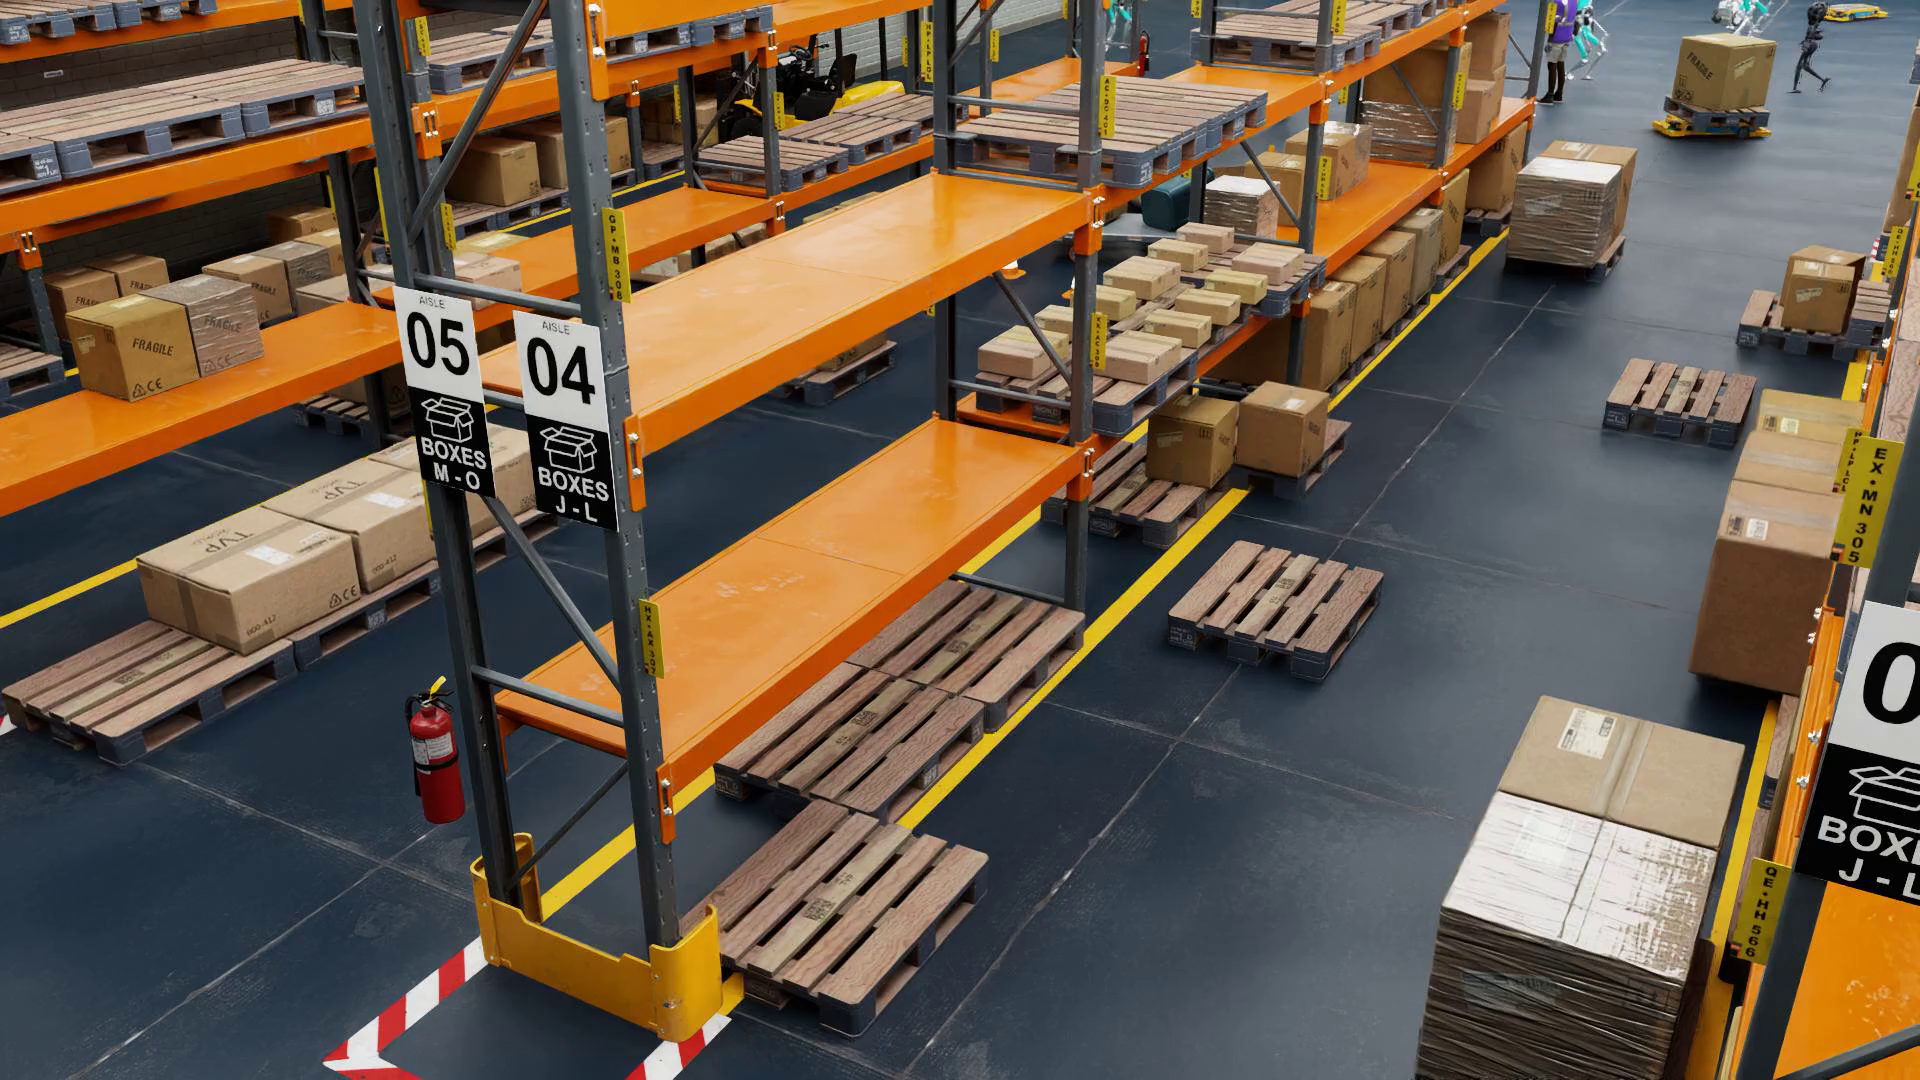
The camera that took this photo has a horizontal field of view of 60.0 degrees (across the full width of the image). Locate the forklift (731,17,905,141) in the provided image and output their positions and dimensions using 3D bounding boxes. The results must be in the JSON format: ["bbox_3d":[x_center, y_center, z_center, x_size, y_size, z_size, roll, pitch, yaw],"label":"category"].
[{"bbox_3d":[-1.819,-5.975,21.543,2.313,2.155,1.214,14,29,26],"label":"forklift"}]

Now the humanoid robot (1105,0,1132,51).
[{"bbox_3d":[2.857,-9.630,29.699,0.531,1.776,0.875,21,33,37],"label":"humanoid robot"}]

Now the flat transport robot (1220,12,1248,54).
[{"bbox_3d":[4.927,-8.020,28.007,1.431,0.231,0.659,2,26,5],"label":"flat transport robot"}]

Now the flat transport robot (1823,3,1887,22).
[{"bbox_3d":[17.777,-10.544,33.250,1.431,0.231,0.659,-13,28,-24],"label":"flat transport robot"}]

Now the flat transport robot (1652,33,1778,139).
[{"bbox_3d":[10.636,-5.869,23.536,1.431,0.231,0.659,0,26,0],"label":"flat transport robot"}]

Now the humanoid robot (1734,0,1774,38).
[{"bbox_3d":[14.585,-9.986,30.408,0.781,1.768,0.572,-4,26,-9],"label":"humanoid robot"}]

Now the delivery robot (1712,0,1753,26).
[{"bbox_3d":[15.213,-10.415,32.644,0.791,0.587,0.499,-16,30,-29],"label":"delivery robot"}]

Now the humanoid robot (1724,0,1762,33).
[{"bbox_3d":[14.886,-10.495,31.486,0.889,1.783,0.572,8,27,16],"label":"humanoid robot"}]

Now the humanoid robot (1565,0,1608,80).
[{"bbox_3d":[10.067,-8.142,26.607,0.533,1.738,0.956,-14,29,-27],"label":"humanoid robot"}]

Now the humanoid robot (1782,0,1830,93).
[{"bbox_3d":[13.370,-7.818,25.974,0.588,1.644,0.599,9,27,19],"label":"humanoid robot"}]

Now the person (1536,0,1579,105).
[{"bbox_3d":[9.069,-7.594,25.184,0.371,1.958,0.596,22,34,38],"label":"person"}]
